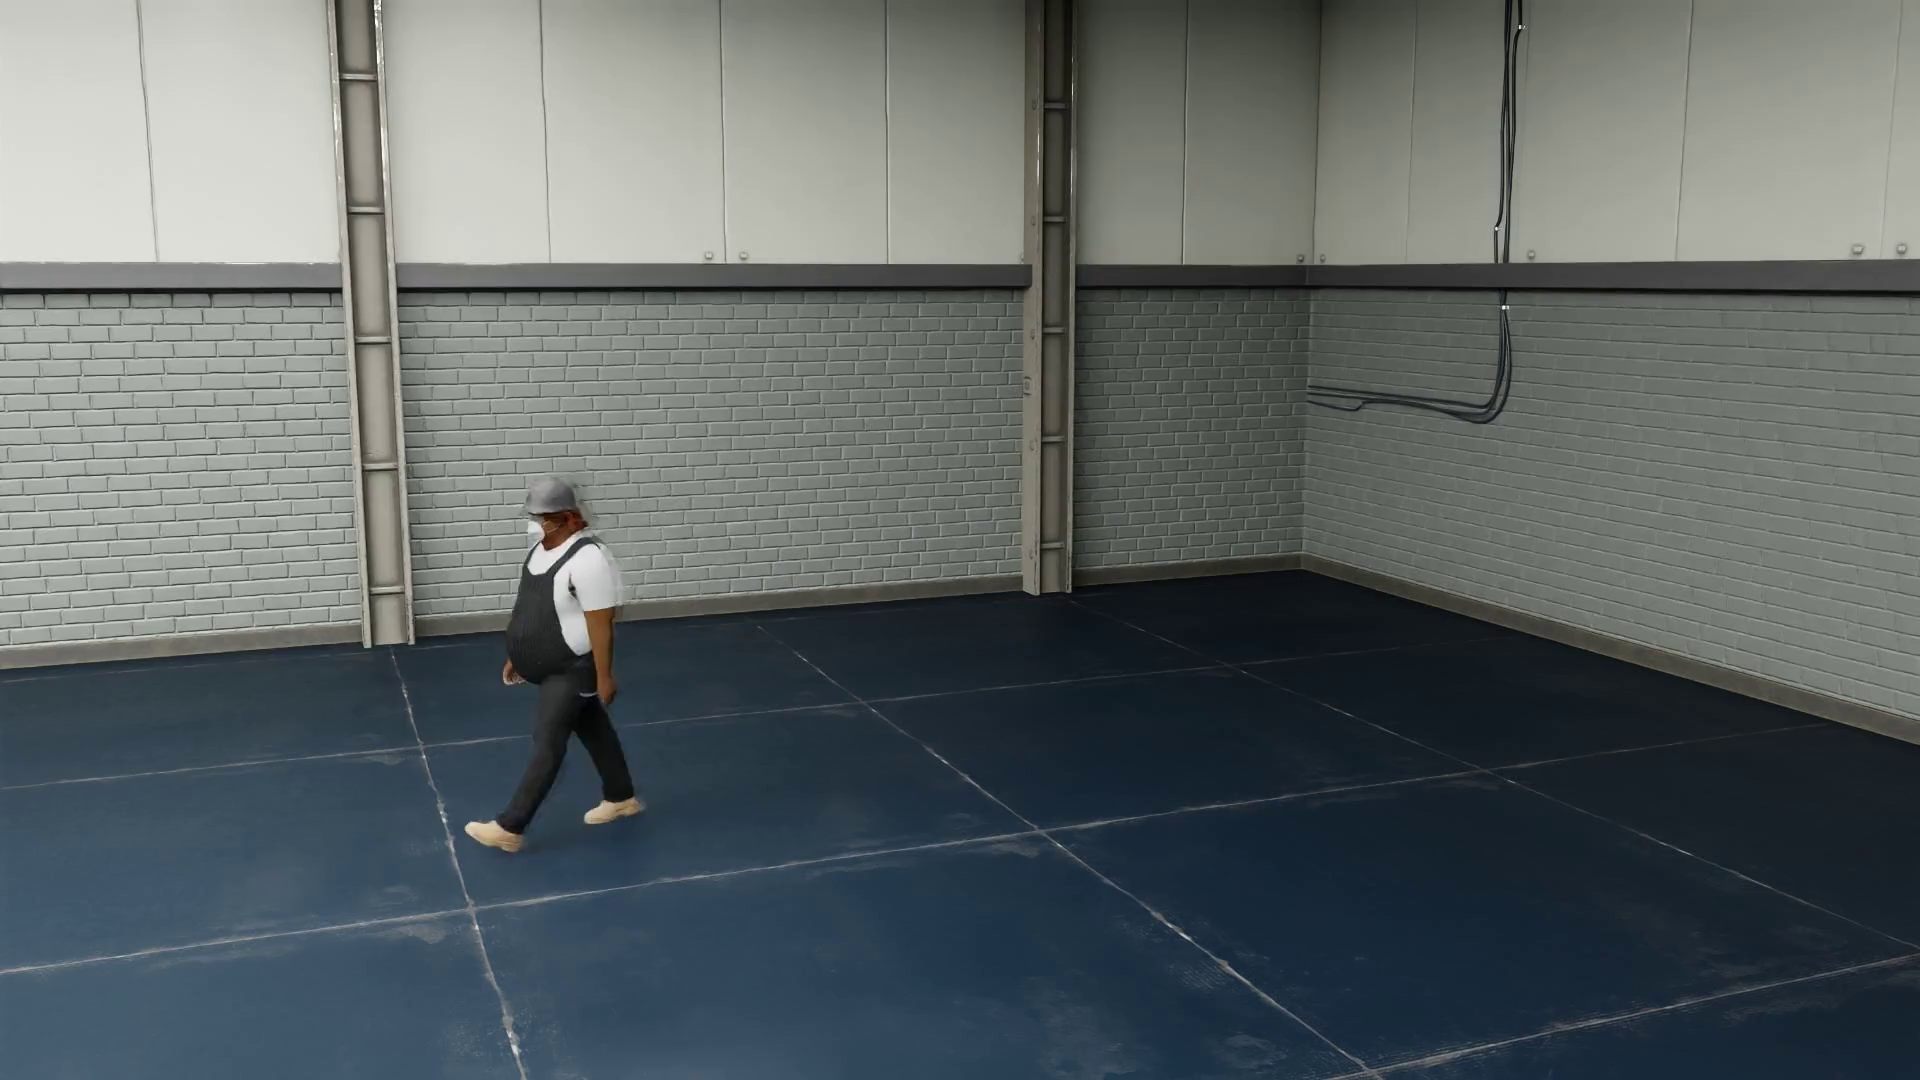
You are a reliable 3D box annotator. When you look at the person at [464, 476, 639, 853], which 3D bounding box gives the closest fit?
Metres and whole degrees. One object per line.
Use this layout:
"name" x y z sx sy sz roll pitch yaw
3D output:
"person" -2.174 0.608 8.898 1.075 2.000 0.695 -6 11 -35
